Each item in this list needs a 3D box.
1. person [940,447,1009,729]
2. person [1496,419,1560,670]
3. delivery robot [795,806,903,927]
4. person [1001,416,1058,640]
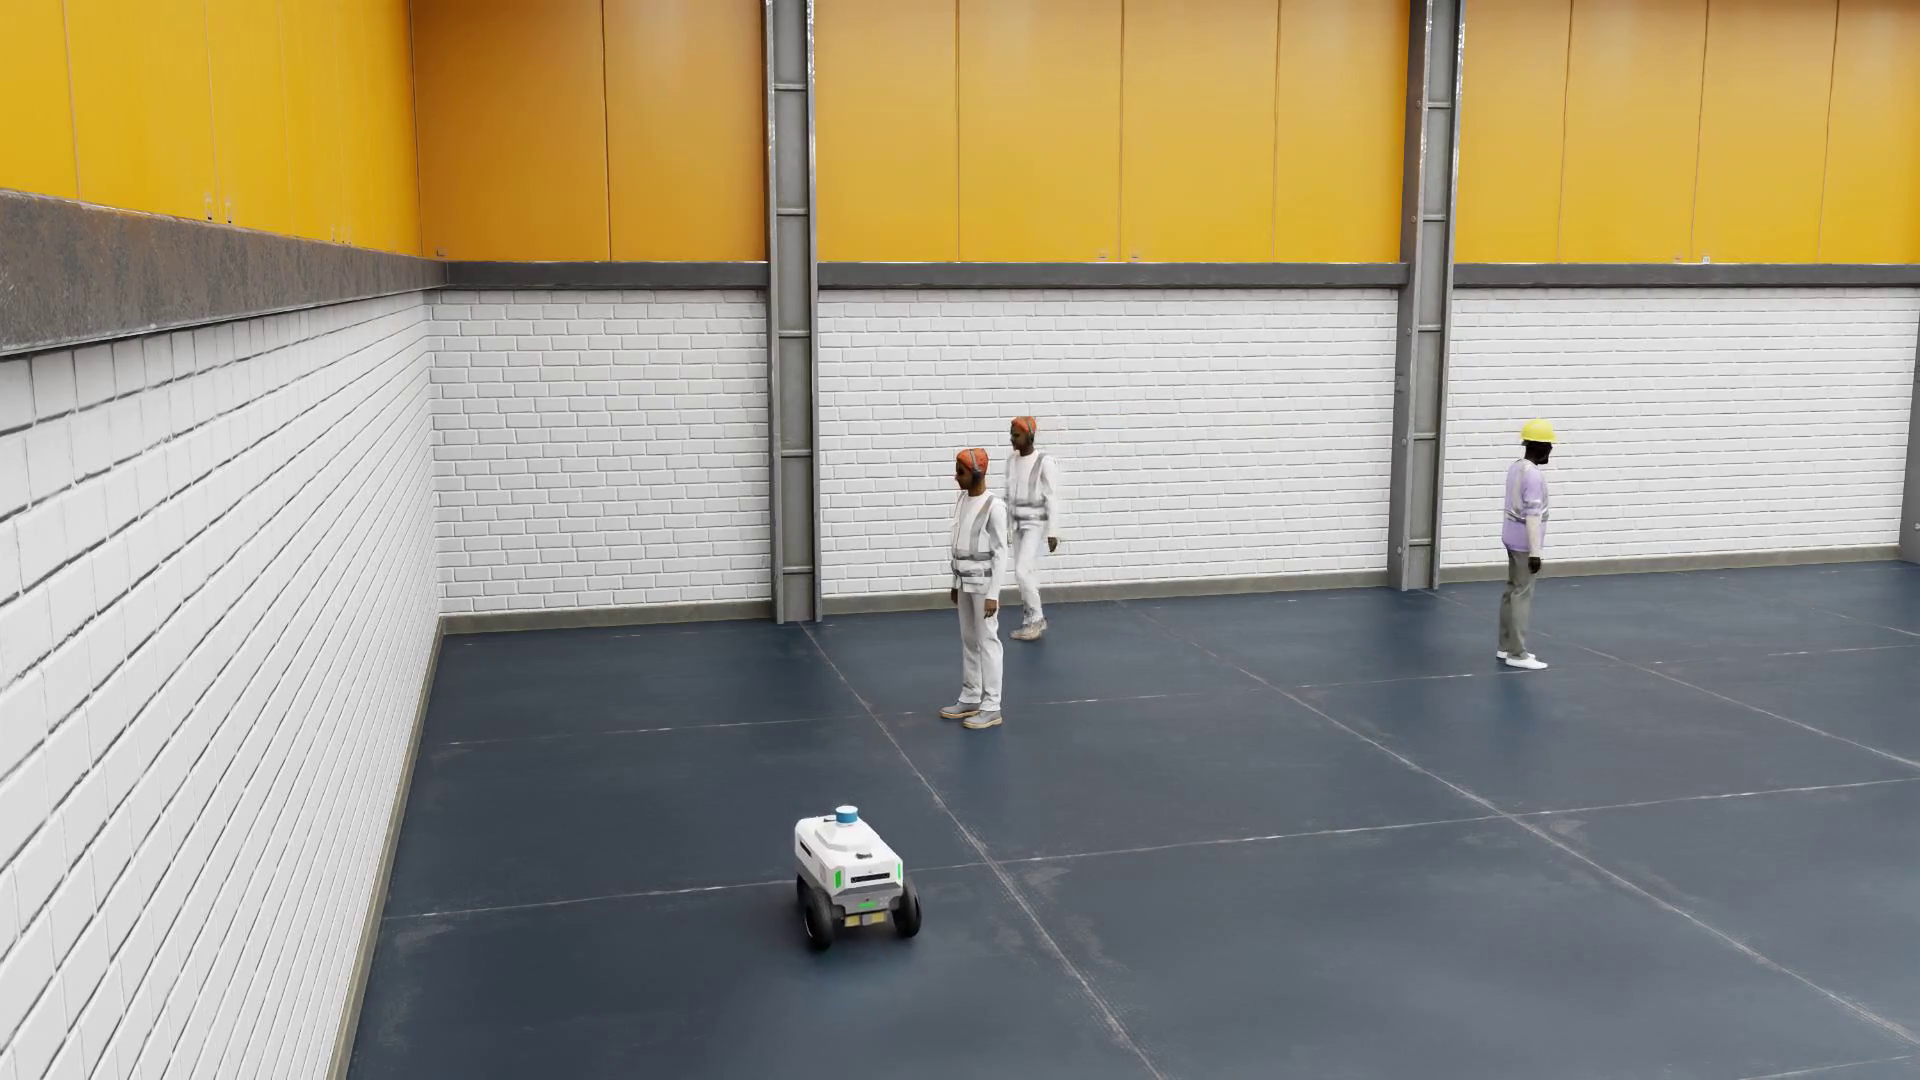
[{"bbox_3d":[0.106,0.313,11.148,0.354,1.886,0.572,-5,10,-28],"label":"person"},{"bbox_3d":[4.386,0.024,12.829,0.387,1.922,0.593,1,9,5],"label":"person"},{"bbox_3d":[-0.524,1.479,7.720,0.477,0.478,0.707,-4,10,-21],"label":"delivery robot"},{"bbox_3d":[0.526,-0.084,13.686,0.470,1.862,0.616,-6,11,-35],"label":"person"}]
